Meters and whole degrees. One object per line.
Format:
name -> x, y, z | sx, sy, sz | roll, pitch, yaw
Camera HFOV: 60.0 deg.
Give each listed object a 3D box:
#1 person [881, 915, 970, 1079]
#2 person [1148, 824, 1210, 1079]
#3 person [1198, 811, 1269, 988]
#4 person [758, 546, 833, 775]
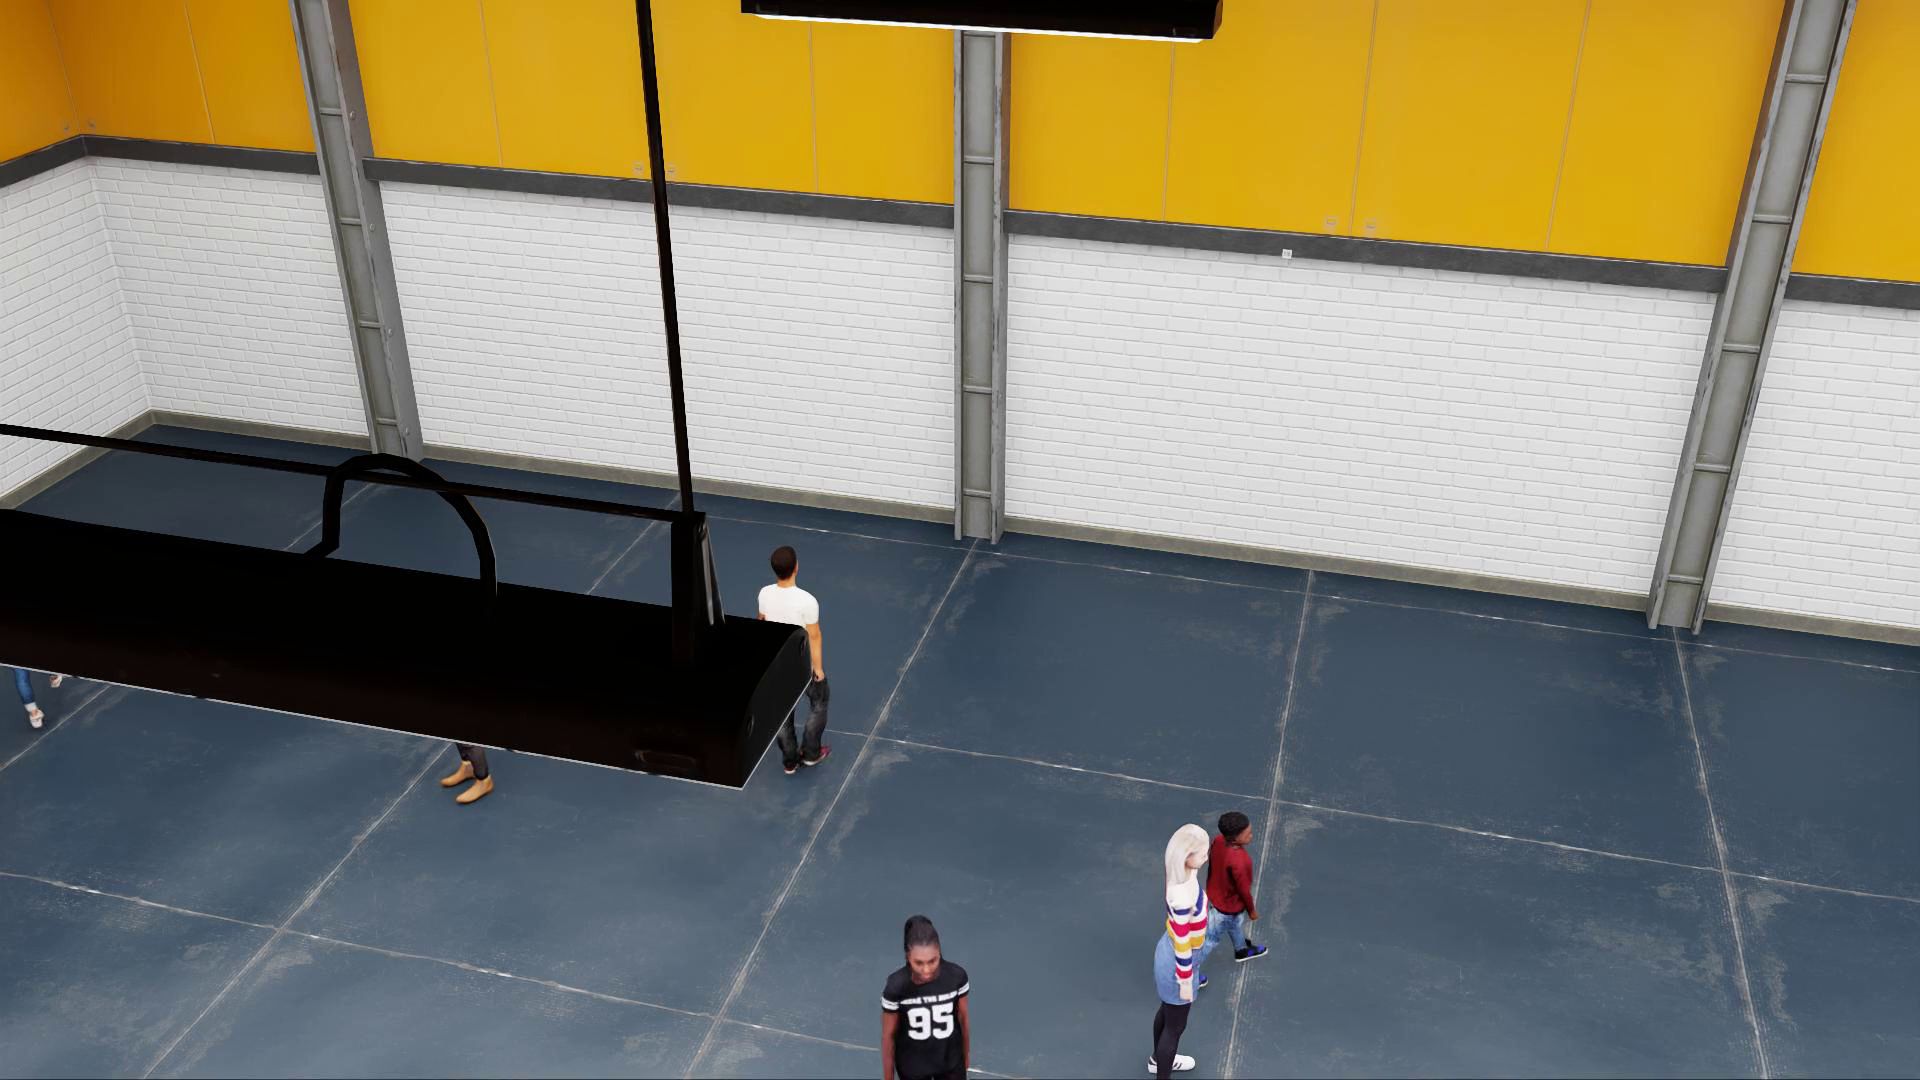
person -> -0.183, 2.628, 8.599 | 0.730, 1.717, 0.809 | -6, 29, -10
person -> 1.191, 2.300, 9.103 | 0.582, 1.810, 0.690 | 2, 29, 4
person -> 1.530, 2.169, 9.951 | 0.935, 1.227, 0.730 | -6, 29, -11
person -> -1.208, 0.894, 11.705 | 0.598, 1.796, 0.769 | 12, 31, 21
